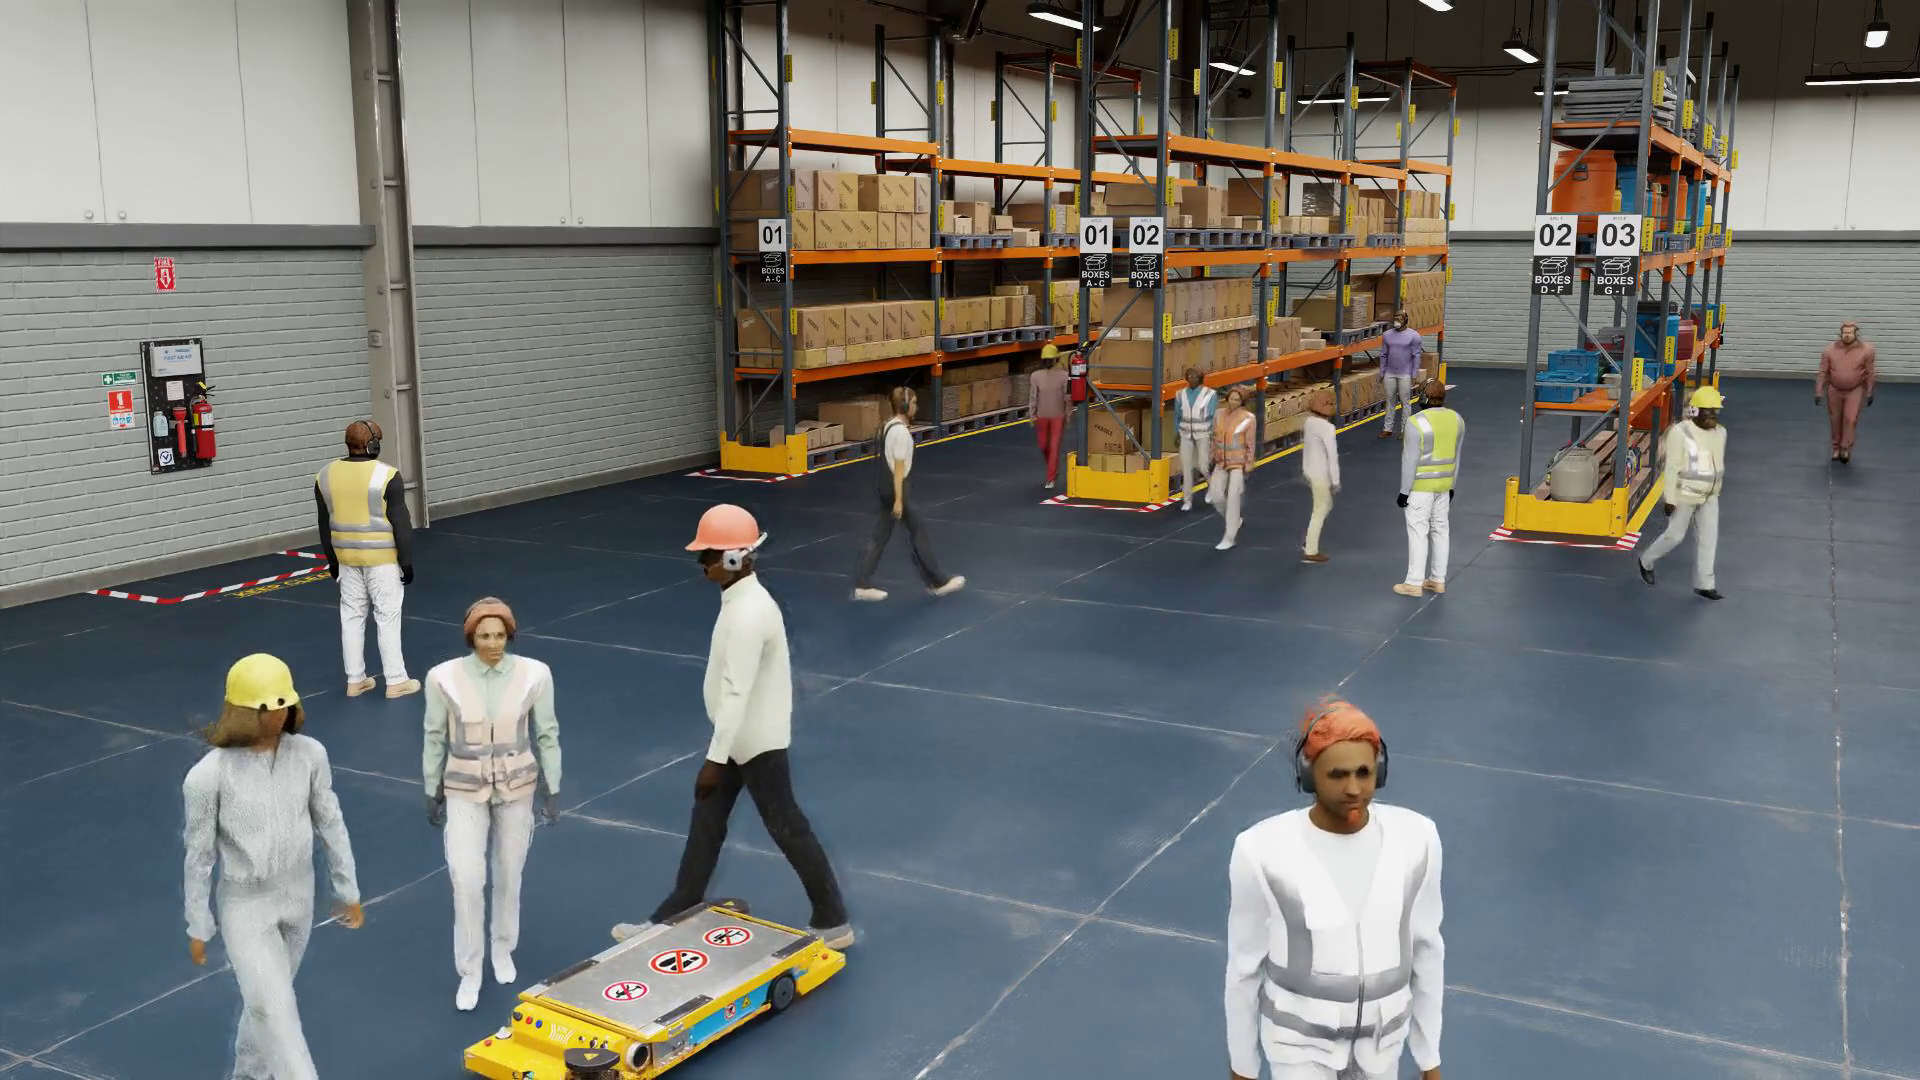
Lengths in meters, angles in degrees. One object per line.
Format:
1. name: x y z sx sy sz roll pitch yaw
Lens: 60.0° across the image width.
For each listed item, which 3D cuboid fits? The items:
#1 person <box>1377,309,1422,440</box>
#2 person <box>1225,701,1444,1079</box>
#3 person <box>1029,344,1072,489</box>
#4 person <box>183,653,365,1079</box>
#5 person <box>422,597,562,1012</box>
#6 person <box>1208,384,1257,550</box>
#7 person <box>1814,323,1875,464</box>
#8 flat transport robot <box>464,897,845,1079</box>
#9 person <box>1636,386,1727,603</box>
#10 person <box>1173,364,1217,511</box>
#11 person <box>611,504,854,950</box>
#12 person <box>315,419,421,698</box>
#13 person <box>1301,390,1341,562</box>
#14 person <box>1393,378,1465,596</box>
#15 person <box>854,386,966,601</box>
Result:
1. person: 6.531 -2.459 24.776 0.636 1.938 0.358 9 13 39
2. person: 0.968 1.307 4.462 0.571 1.861 0.812 -2 11 -10
3. person: 1.113 -1.516 20.171 0.529 1.749 0.648 3 11 17
4. person: -2.189 1.204 5.423 0.878 1.694 0.511 7 12 32
5. person: -1.841 1.033 6.594 0.531 1.616 0.611 -4 11 -21
6. person: 2.647 -0.709 16.079 0.414 1.616 0.544 -9 14 -42
7. person: 11.775 -1.952 22.196 0.679 1.860 0.950 7 13 35
8. flat transport robot: -1.128 1.744 6.405 0.652 0.197 1.431 7 12 32
9. person: 6.116 -0.414 14.012 0.604 1.806 0.810 -4 11 -20
10. person: 2.622 -1.135 18.401 0.521 1.628 0.427 6 12 31
11. person: -0.917 0.819 6.901 1.021 1.943 0.623 -3 11 -14
12. person: -3.876 0.126 10.943 0.637 1.842 0.429 2 11 12
13. person: 3.366 -0.586 15.440 0.374 1.618 0.520 -2 11 -13
14. person: 3.942 -0.445 14.060 0.633 1.843 0.429 -6 12 -30
15. person: -0.458 -0.381 13.845 0.983 1.789 0.535 -4 11 -19
